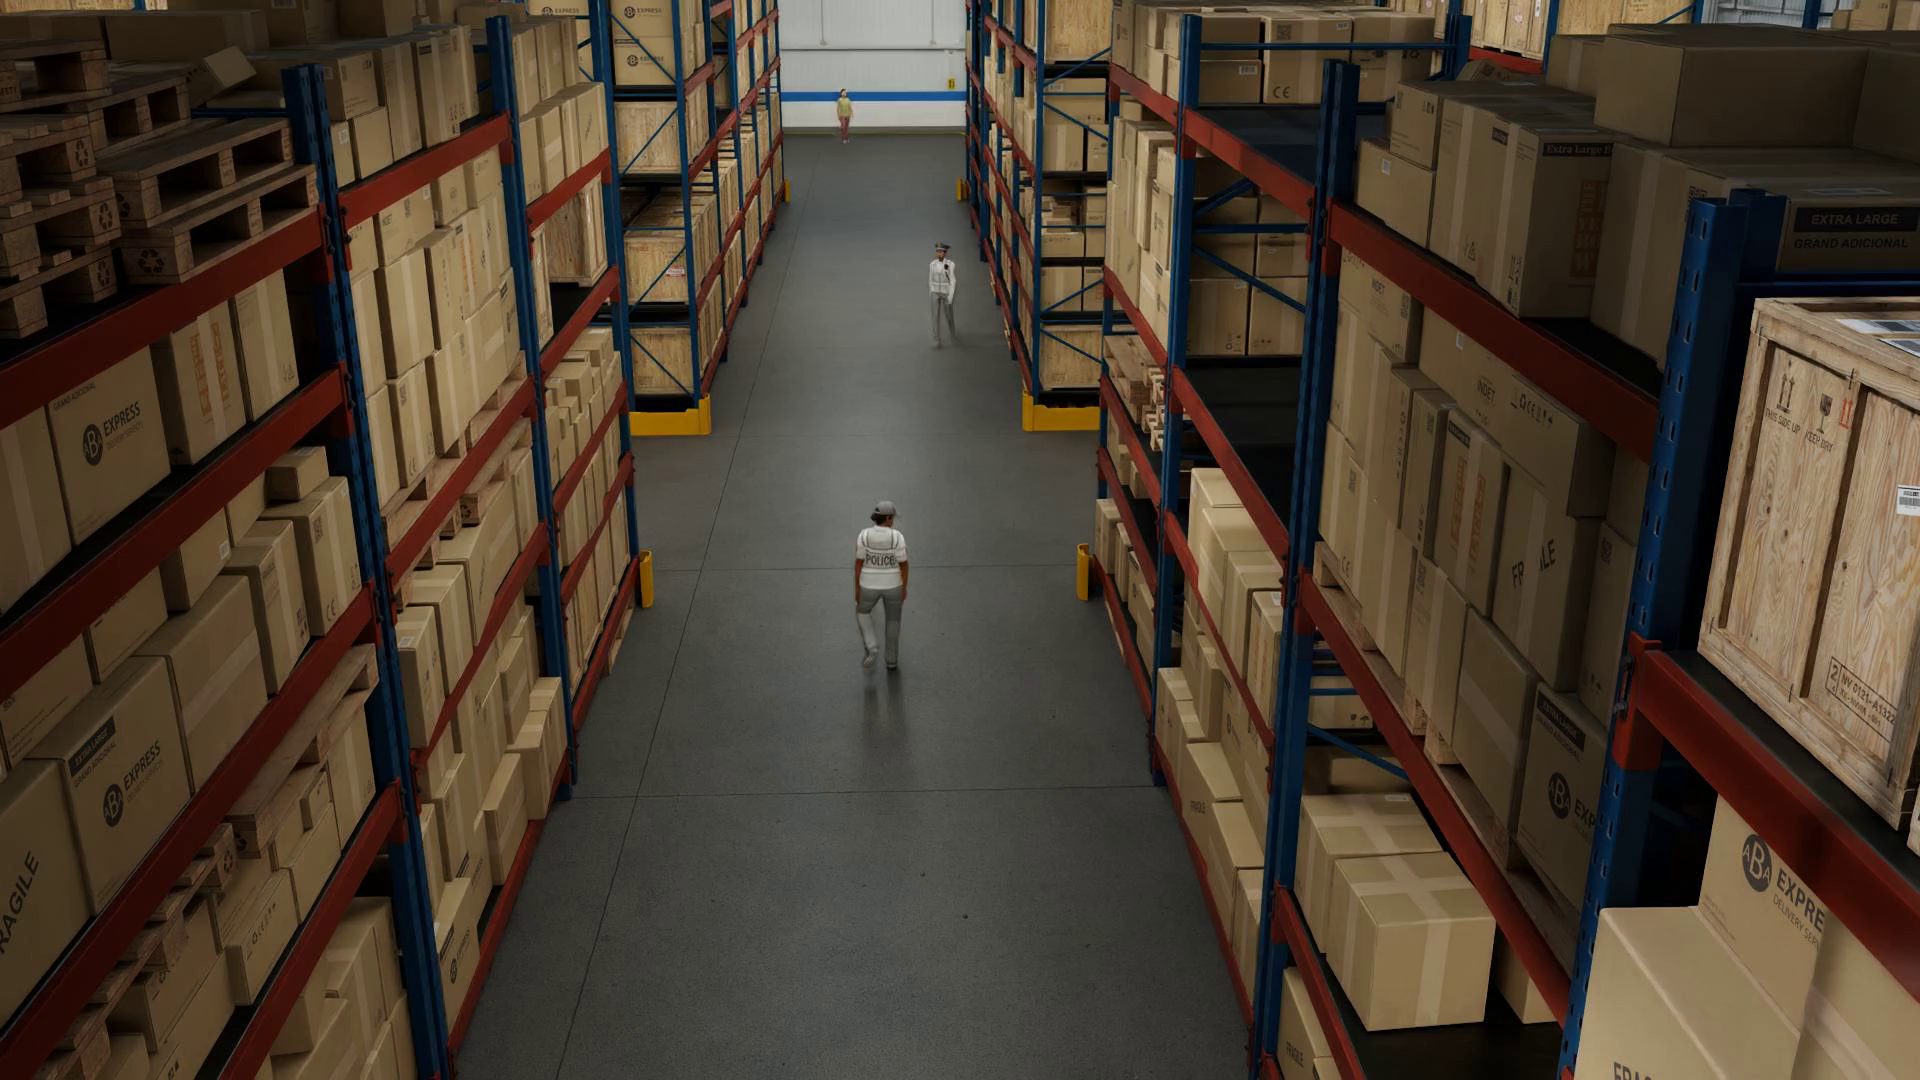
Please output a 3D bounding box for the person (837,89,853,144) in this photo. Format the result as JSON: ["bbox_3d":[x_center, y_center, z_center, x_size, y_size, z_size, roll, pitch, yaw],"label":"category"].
[{"bbox_3d":[-3.569,-13.277,52.153,0.455,1.659,0.729,-9,22,-22],"label":"person"}]

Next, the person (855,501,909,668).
[{"bbox_3d":[-0.732,0.437,15.451,0.513,1.666,0.507,0,20,-1],"label":"person"}]

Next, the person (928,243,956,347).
[{"bbox_3d":[-0.300,-4.089,27.569,0.478,1.688,0.714,4,21,9],"label":"person"}]
